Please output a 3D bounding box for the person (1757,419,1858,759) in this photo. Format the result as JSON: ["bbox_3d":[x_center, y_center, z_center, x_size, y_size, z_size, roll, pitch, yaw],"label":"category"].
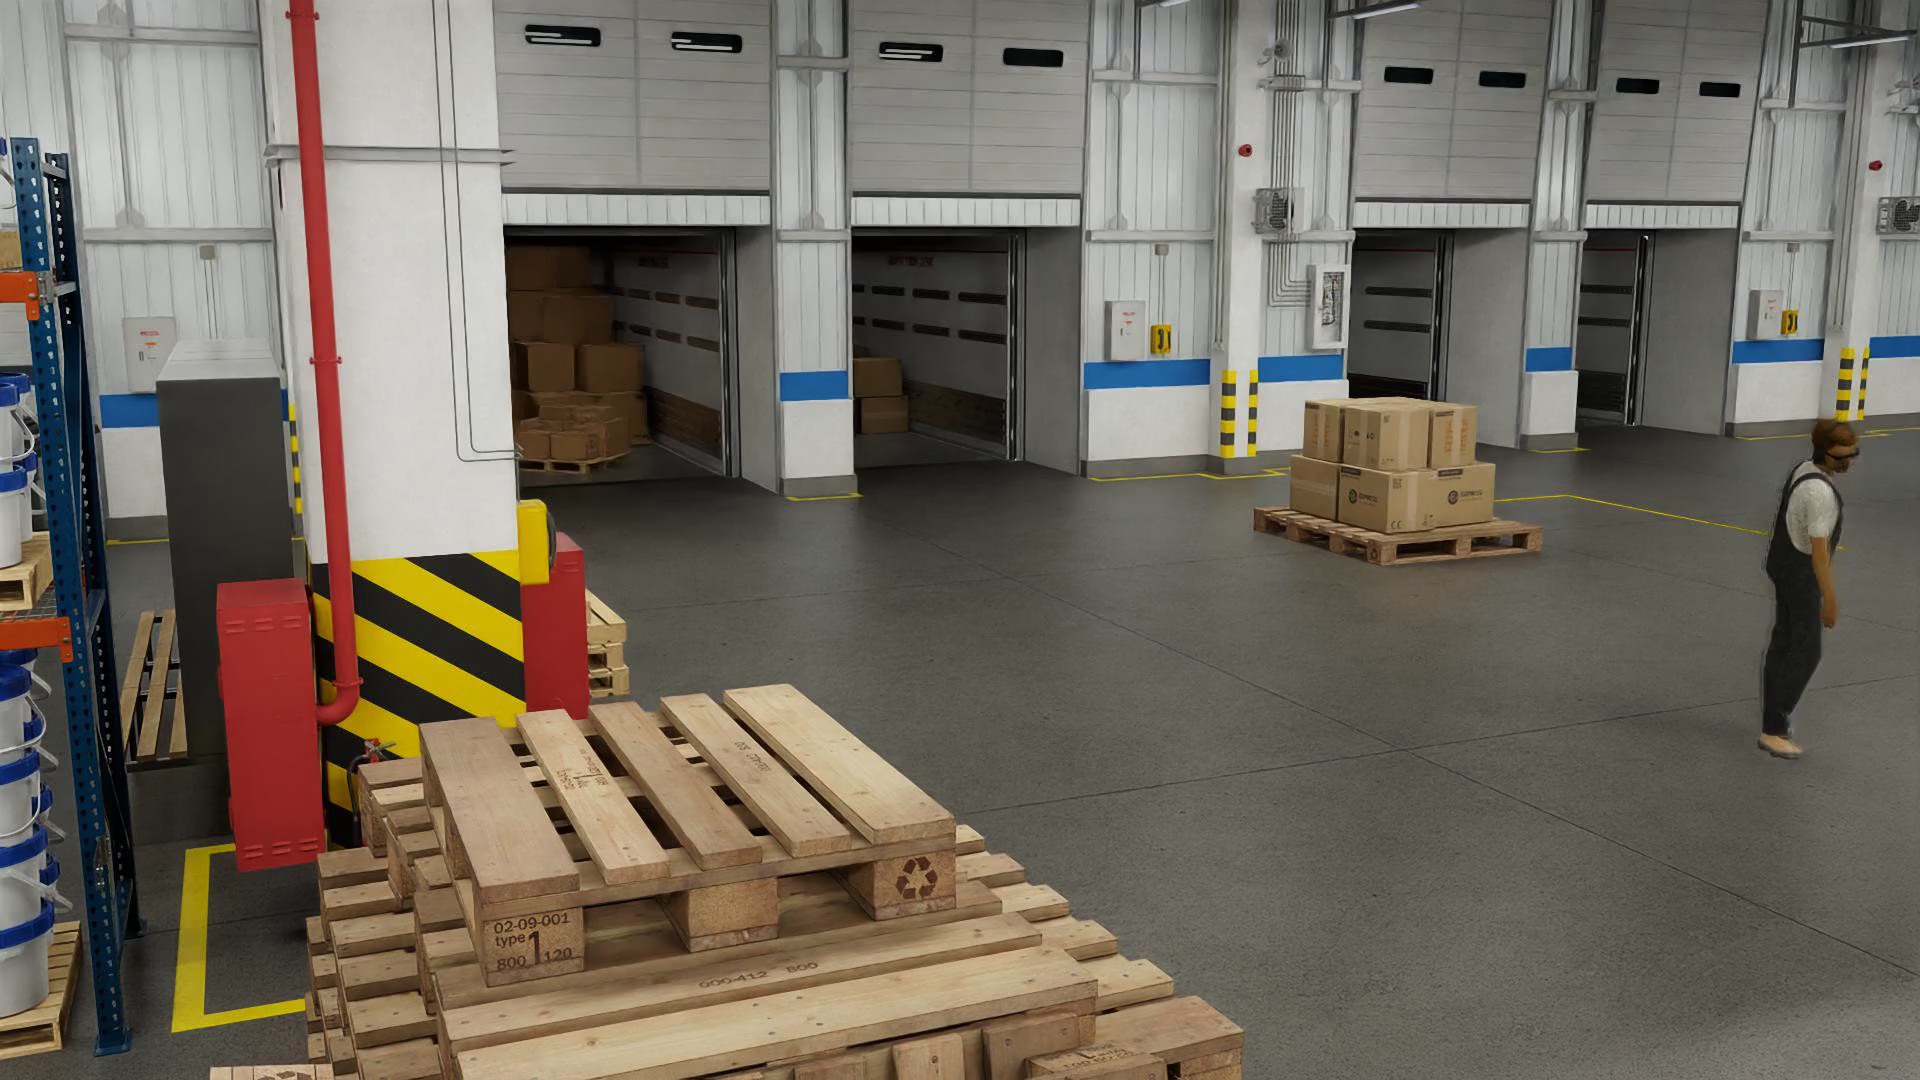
[{"bbox_3d":[4.483,0.238,8.864,0.344,1.807,0.657,2,11,12],"label":"person"}]
